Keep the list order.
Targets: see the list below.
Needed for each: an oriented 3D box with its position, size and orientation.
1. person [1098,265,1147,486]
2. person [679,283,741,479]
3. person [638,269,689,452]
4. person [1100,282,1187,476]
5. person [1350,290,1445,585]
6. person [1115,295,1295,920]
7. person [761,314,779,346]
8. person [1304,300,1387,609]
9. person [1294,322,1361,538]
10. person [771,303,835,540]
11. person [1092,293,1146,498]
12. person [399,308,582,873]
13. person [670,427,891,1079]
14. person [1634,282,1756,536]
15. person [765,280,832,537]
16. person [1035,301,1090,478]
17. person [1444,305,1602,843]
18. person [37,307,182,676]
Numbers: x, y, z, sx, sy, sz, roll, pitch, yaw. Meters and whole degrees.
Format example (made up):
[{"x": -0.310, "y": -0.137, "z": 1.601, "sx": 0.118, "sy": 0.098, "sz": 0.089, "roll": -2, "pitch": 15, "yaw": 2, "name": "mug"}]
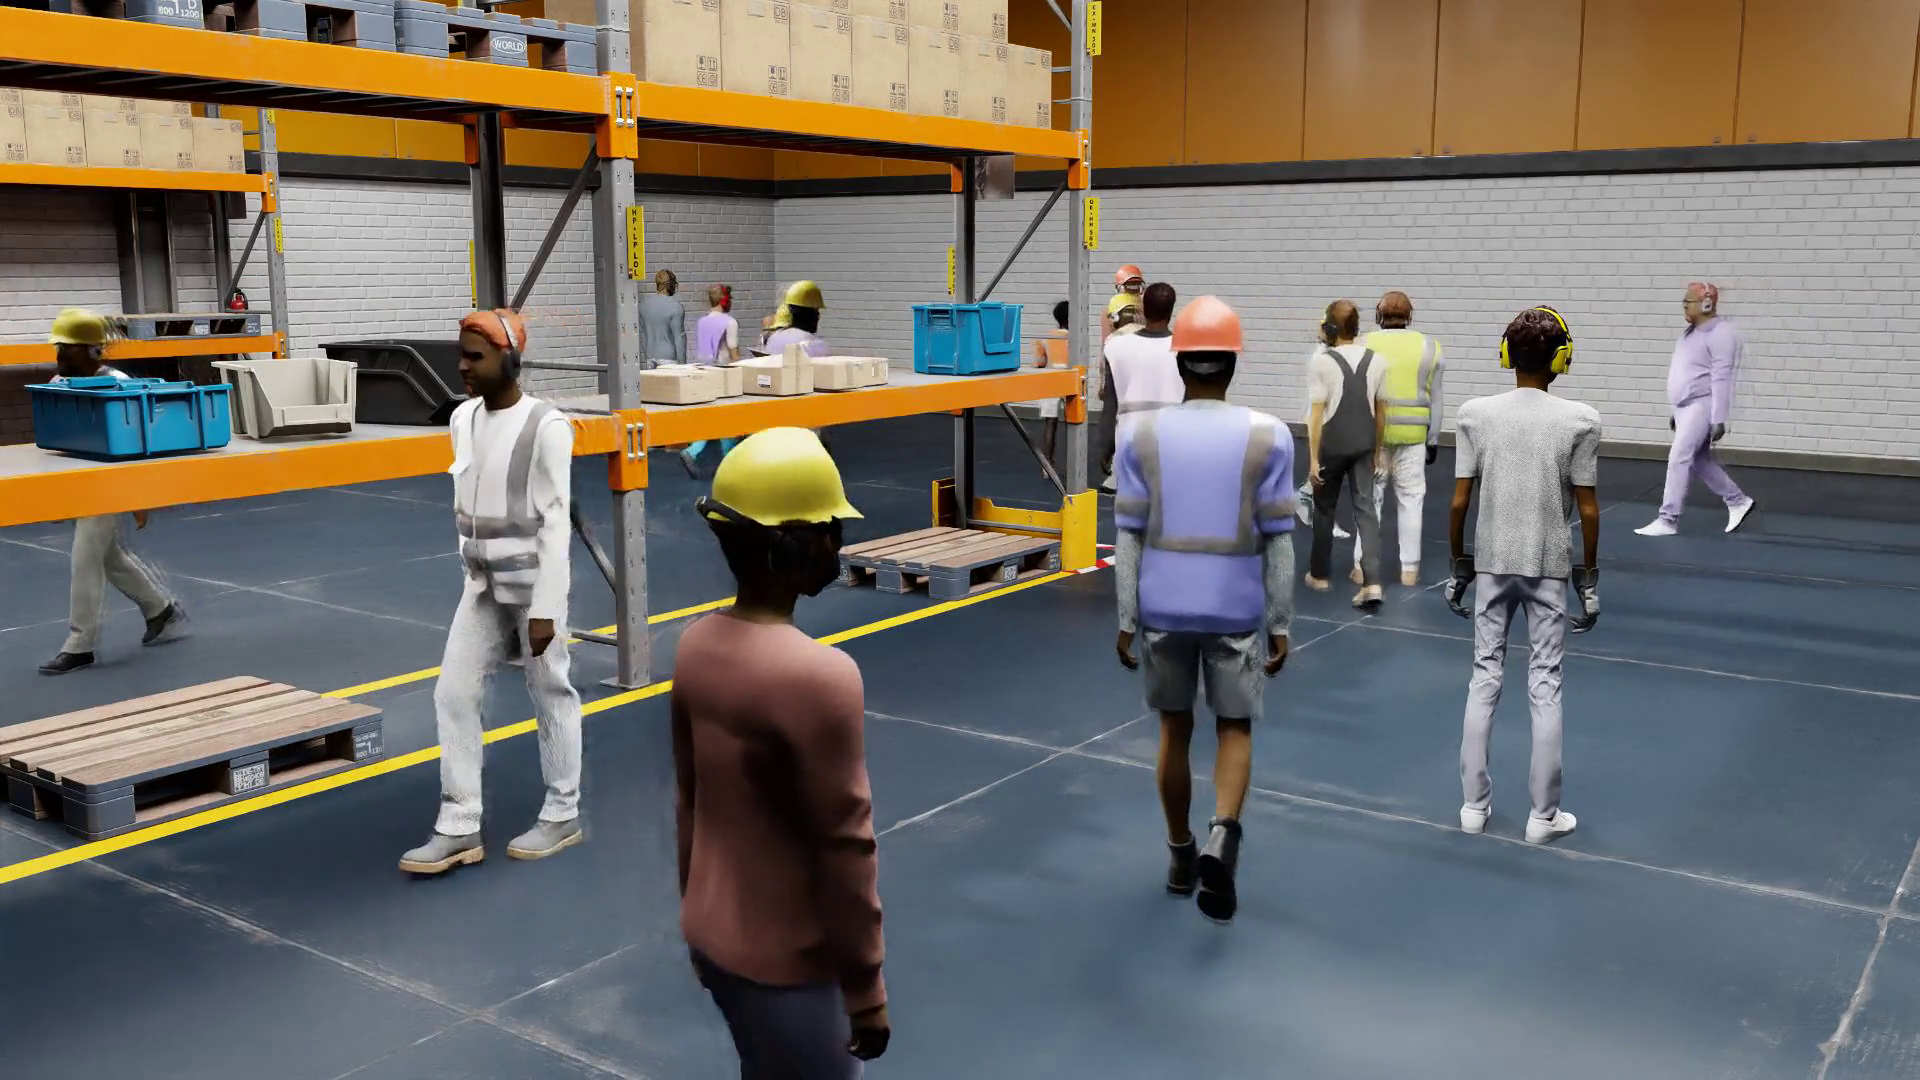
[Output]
[{"x": 1.498, "y": -1.410, "z": 14.602, "sx": 0.611, "sy": 1.985, "sz": 0.393, "roll": -3, "pitch": 10, "yaw": -18, "name": "person"}, {"x": -2.278, "y": -1.468, "z": 15.452, "sx": 0.790, "sy": 1.819, "sz": 0.579, "roll": -7, "pitch": 12, "yaw": -37, "name": "person"}, {"x": -3.136, "y": -1.892, "z": 17.639, "sx": 0.627, "sy": 1.936, "sz": 0.361, "roll": 7, "pitch": 12, "yaw": 35, "name": "person"}, {"x": 1.128, "y": -0.552, "z": 9.743, "sx": 0.610, "sy": 1.899, "sz": 0.490, "roll": 2, "pitch": 10, "yaw": 10, "name": "person"}, {"x": 2.687, "y": -0.630, "z": 10.383, "sx": 0.628, "sy": 1.842, "sz": 0.429, "roll": 1, "pitch": 10, "yaw": 7, "name": "person"}, {"x": 0.734, "y": 0.221, "z": 5.086, "sx": 0.551, "sy": 1.923, "sz": 0.677, "roll": 2, "pitch": 10, "yaw": 12, "name": "person"}, {"x": -1.496, "y": -0.931, "z": 12.845, "sx": 0.752, "sy": 1.600, "sz": 0.523, "roll": -1, "pitch": 10, "yaw": -7, "name": "person"}, {"x": 2.289, "y": -0.512, "z": 9.824, "sx": 0.524, "sy": 1.802, "sz": 0.975, "roll": -1, "pitch": 10, "yaw": -9, "name": "person"}, {"x": 2.678, "y": -0.867, "z": 12.177, "sx": 0.517, "sy": 1.714, "sz": 0.505, "roll": 8, "pitch": 13, "yaw": 40, "name": "person"}, {"x": -1.195, "y": -0.787, "z": 11.658, "sx": 0.770, "sy": 1.733, "sz": 0.548, "roll": -6, "pitch": 11, "yaw": -30, "name": "person"}, {"x": 1.476, "y": -1.174, "z": 13.900, "sx": 0.955, "sy": 1.759, "sz": 0.655, "roll": 9, "pitch": 13, "yaw": 44, "name": "person"}, {"x": -1.553, "y": 0.189, "z": 5.437, "sx": 0.603, "sy": 1.859, "sz": 0.782, "roll": 6, "pitch": 12, "yaw": 34, "name": "person"}, {"x": -0.364, "y": 0.685, "z": 2.809, "sx": 0.622, "sy": 1.749, "sz": 0.535, "roll": -6, "pitch": 11, "yaw": -34, "name": "person"}, {"x": 5.477, "y": -0.954, "z": 12.233, "sx": 0.878, "sy": 1.877, "sz": 0.651, "roll": 0, "pitch": 10, "yaw": 2, "name": "person"}, {"x": -1.106, "y": -0.762, "z": 10.999, "sx": 0.593, "sy": 1.900, "sz": 0.808, "roll": 9, "pitch": 13, "yaw": 43, "name": "person"}, {"x": 0.966, "y": -1.416, "z": 15.632, "sx": 0.547, "sy": 1.644, "sz": 0.889, "roll": 3, "pitch": 10, "yaw": 17, "name": "person"}, {"x": 1.968, "y": 0.123, "z": 5.816, "sx": 0.531, "sy": 1.870, "sz": 0.316, "roll": 6, "pitch": 11, "yaw": 30, "name": "person"}, {"x": -4.330, "y": -0.276, "z": 8.406, "sx": 0.600, "sy": 1.803, "sz": 0.869, "roll": 5, "pitch": 11, "yaw": 26, "name": "person"}]
